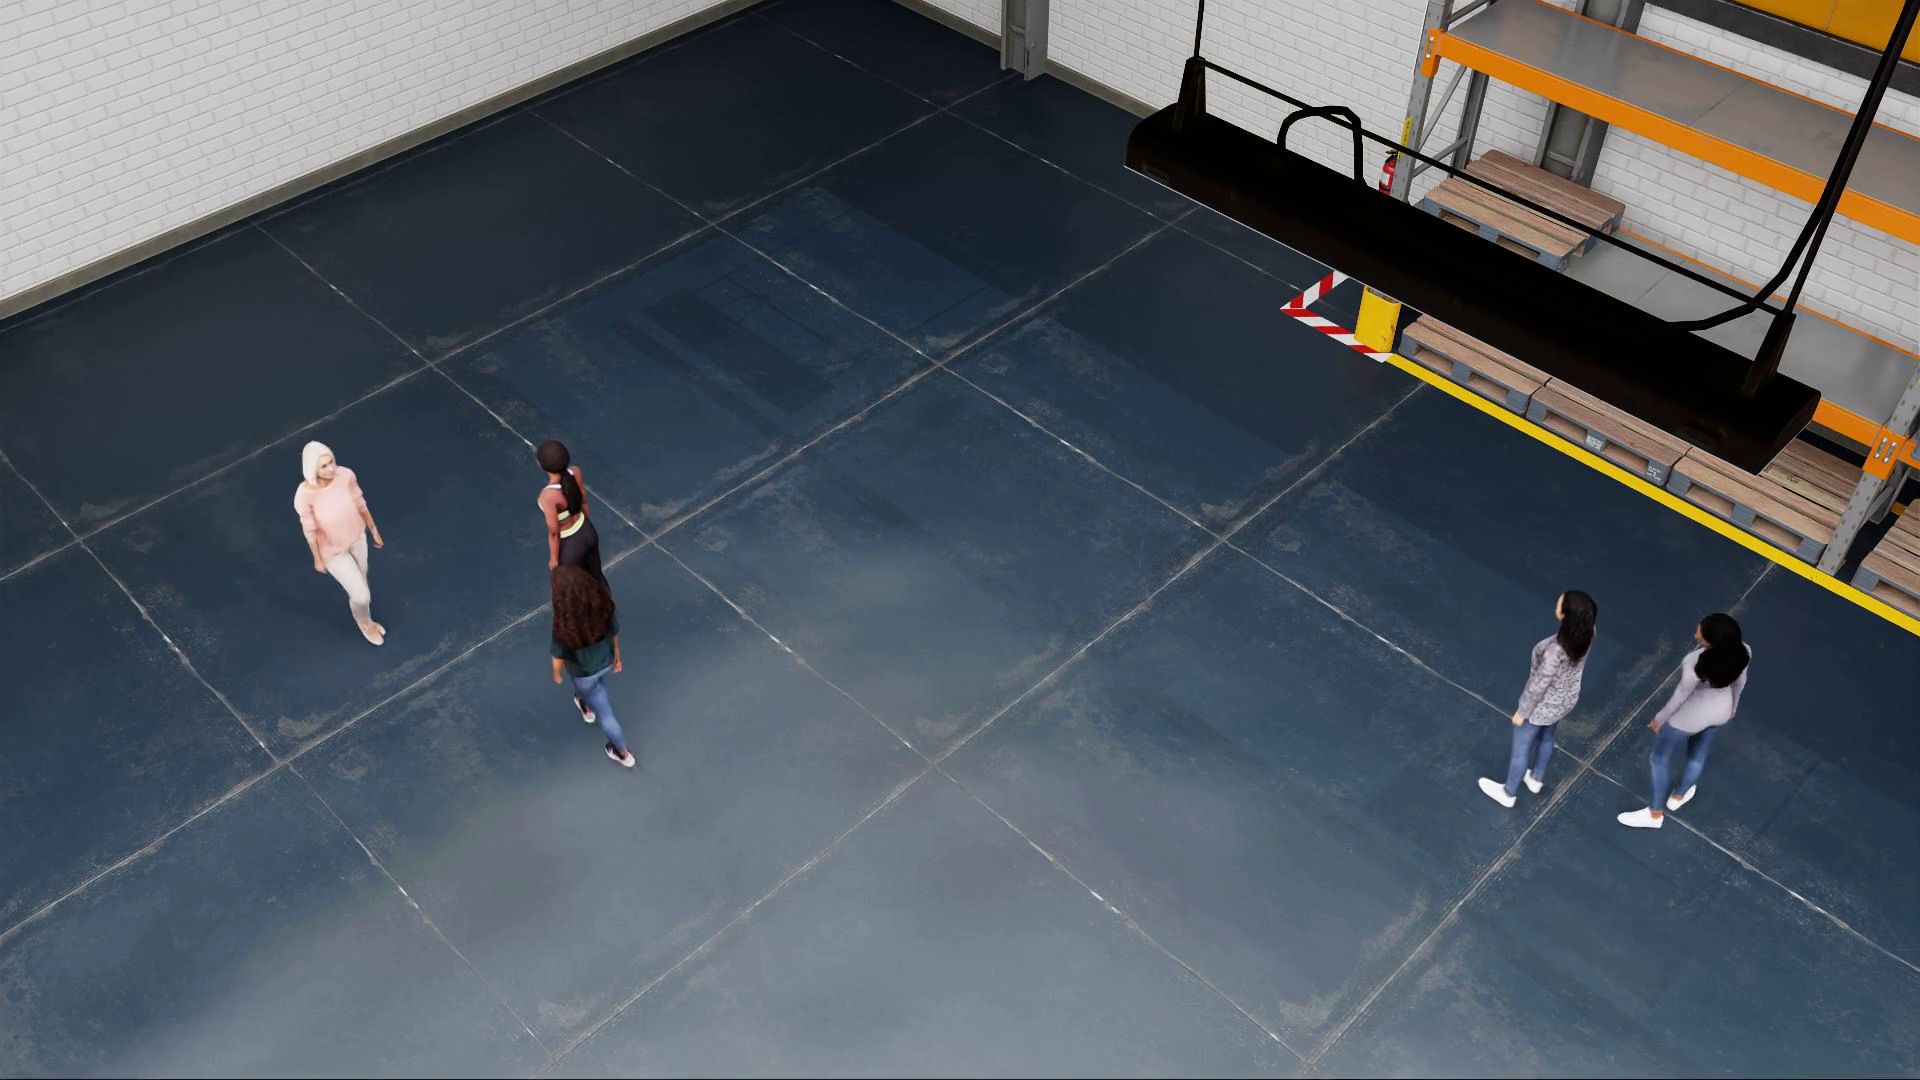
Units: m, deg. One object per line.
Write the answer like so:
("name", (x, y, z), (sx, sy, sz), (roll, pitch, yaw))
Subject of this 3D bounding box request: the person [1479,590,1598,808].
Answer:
("person", (3.561, 0.967, 10.057), (0.646, 1.731, 0.578), (-27, 50, -26))

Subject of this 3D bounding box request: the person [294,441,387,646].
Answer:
("person", (-4.172, -0.013, 11.097), (0.667, 1.715, 0.665), (24, 49, 23))

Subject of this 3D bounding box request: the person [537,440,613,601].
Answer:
("person", (-2.546, 0.030, 11.024), (0.598, 1.754, 0.618), (20, 47, 20))

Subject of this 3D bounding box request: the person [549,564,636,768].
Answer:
("person", (-2.239, 0.827, 10.307), (0.913, 1.590, 0.601), (34, 53, 30))

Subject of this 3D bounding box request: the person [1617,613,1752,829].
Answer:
("person", (4.477, 1.064, 9.964), (0.865, 1.719, 0.810), (-2, 44, -2))
